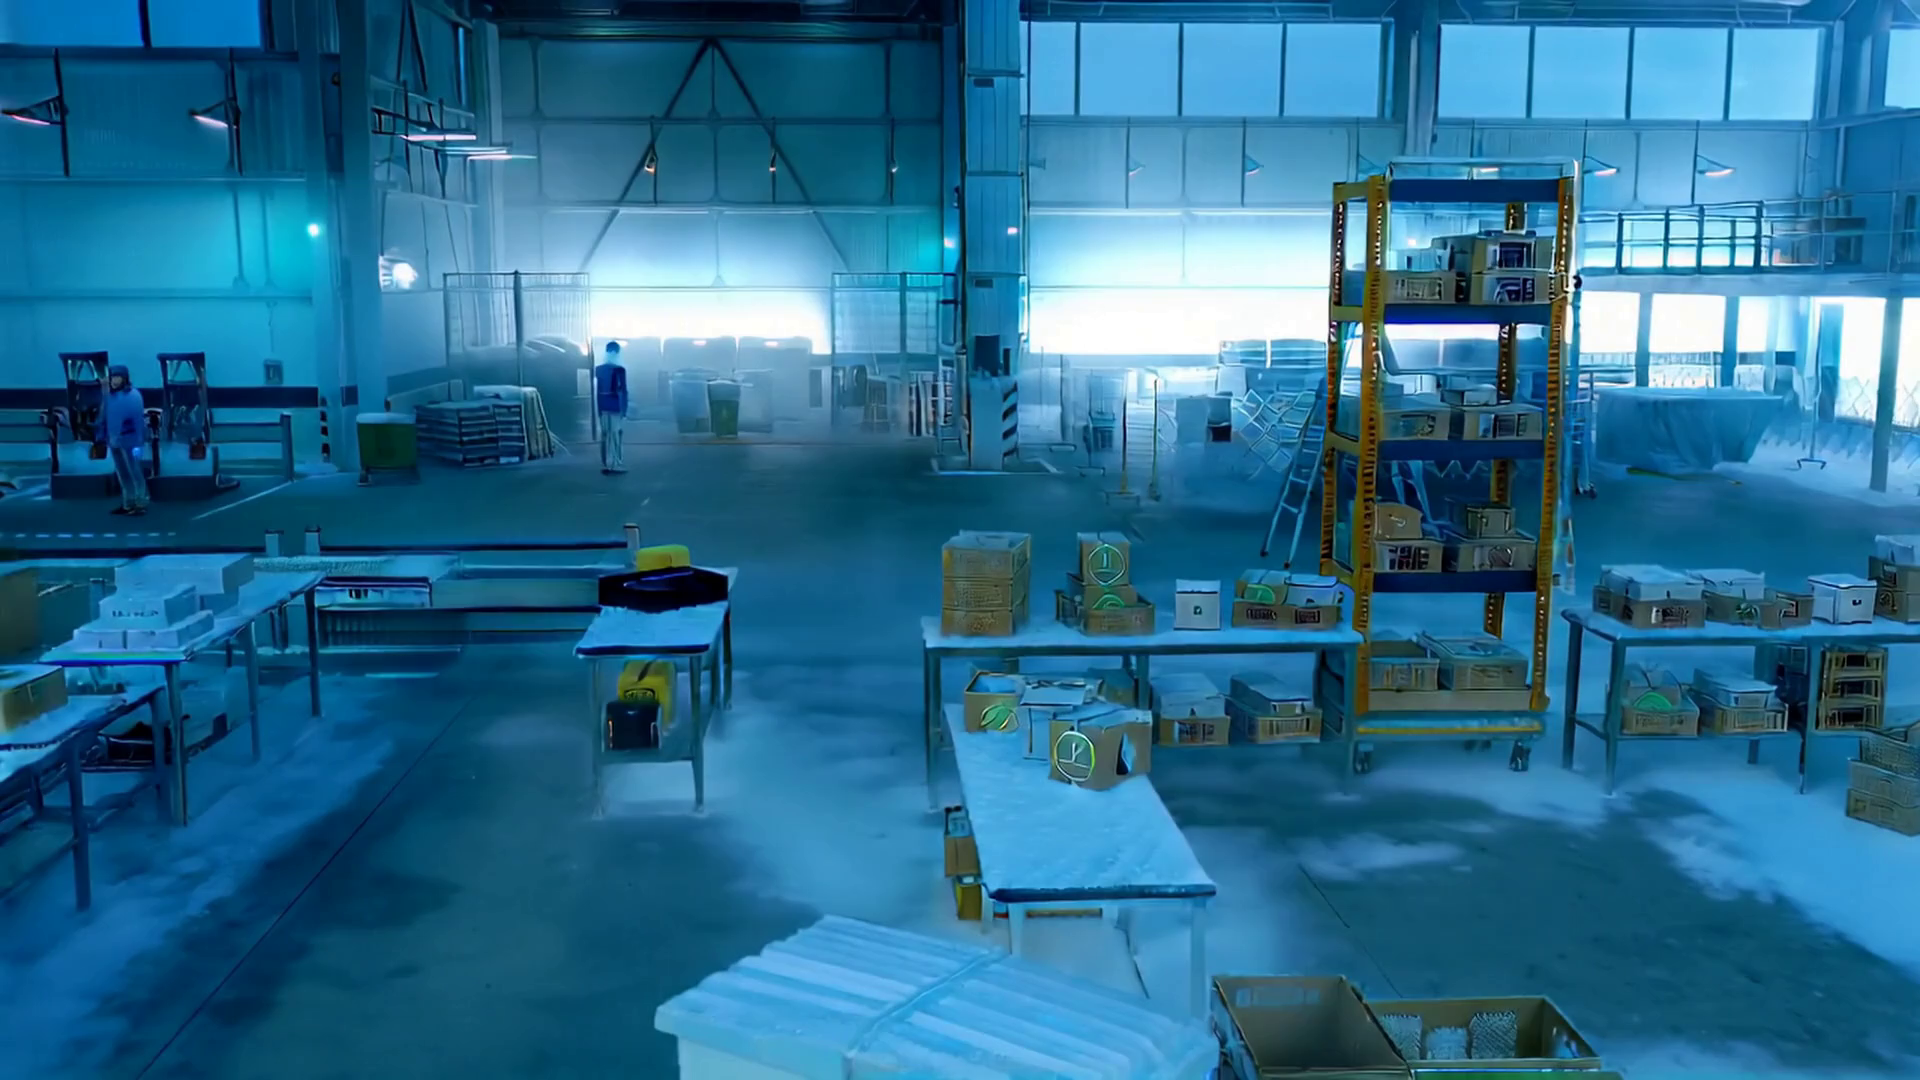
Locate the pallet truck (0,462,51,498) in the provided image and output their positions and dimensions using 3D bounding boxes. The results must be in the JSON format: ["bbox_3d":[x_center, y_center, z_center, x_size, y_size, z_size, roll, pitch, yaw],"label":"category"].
[{"bbox_3d":[-13.193,-1.293,23.148,0.653,1.274,1.630,-1,9,-4],"label":"pallet truck"}]

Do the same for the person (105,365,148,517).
[{"bbox_3d":[-10.513,-1.240,20.926,0.640,1.909,0.409,6,11,34],"label":"person"}]

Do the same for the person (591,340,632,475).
[{"bbox_3d":[-5.311,-2.015,25.357,0.605,2.045,0.378,4,10,24],"label":"person"}]

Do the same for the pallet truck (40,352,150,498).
[{"bbox_3d":[-11.907,-1.642,23.165,0.823,1.965,1.885,0,9,0],"label":"pallet truck"}]

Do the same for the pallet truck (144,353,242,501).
[{"bbox_3d":[-10.520,-1.604,22.925,0.823,1.965,1.885,-1,9,-6],"label":"pallet truck"}]
